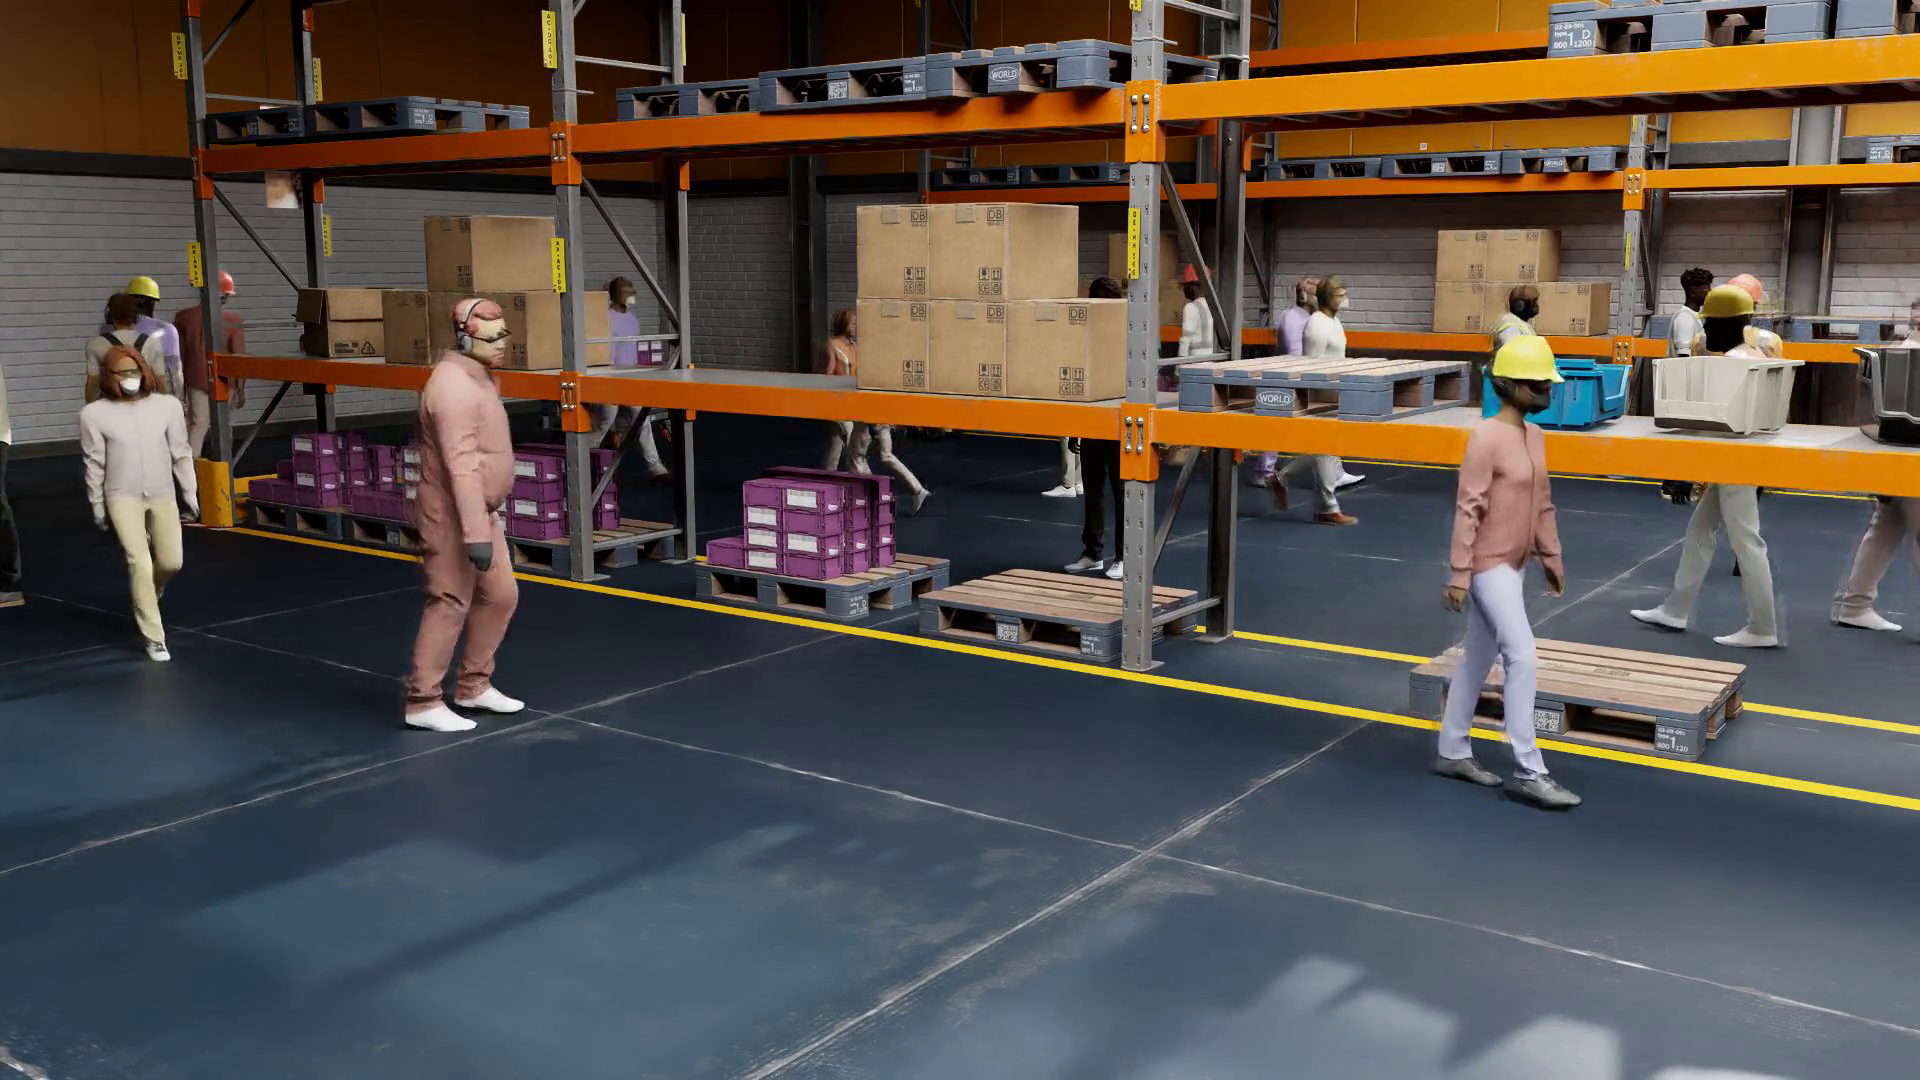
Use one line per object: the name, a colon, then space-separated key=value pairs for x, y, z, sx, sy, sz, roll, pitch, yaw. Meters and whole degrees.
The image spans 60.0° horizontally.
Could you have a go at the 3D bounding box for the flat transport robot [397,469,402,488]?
flat transport robot: x=-4.569 y=-0.490 z=14.220 sx=1.431 sy=0.197 sz=0.652 roll=-3 pitch=10 yaw=-18

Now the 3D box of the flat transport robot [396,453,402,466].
flat transport robot: x=-5.150 y=-0.639 z=15.105 sx=0.652 sy=0.197 sz=1.431 roll=-3 pitch=10 yaw=-18

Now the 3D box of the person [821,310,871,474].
person: x=-0.890 y=-1.132 z=14.063 sx=0.823 sy=1.595 sz=0.545 roll=4 pitch=11 yaw=25

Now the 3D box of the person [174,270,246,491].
person: x=-6.511 y=-1.358 z=14.415 sx=0.626 sy=1.953 sz=0.786 roll=-1 pitch=10 yaw=-7

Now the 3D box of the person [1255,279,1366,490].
person: x=3.046 y=-1.336 z=14.525 sx=0.989 sy=1.856 sz=0.643 roll=6 pitch=12 yaw=34

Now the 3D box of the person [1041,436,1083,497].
person: x=0.895 y=-1.293 z=14.267 sx=0.328 sy=1.865 sz=0.521 roll=5 pitch=11 yaw=25

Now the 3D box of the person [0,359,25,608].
person: x=-5.762 y=-0.582 z=9.688 sx=0.608 sy=1.987 sz=0.406 roll=9 pitch=13 yaw=43

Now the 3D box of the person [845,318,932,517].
person: x=-0.631 y=-0.957 z=13.024 sx=0.743 sy=1.610 sz=0.514 roll=2 pitch=10 yaw=14

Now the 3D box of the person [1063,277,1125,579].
person: x=0.950 y=-0.718 z=10.678 sx=0.596 sy=1.916 sz=0.374 roll=9 pitch=13 yaw=42

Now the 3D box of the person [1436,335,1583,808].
person: x=2.126 y=0.117 z=6.206 sx=0.738 sy=1.736 sz=0.553 roll=8 pitch=12 yaw=40

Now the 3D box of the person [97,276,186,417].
person: x=-6.440 y=-1.118 z=13.110 sx=0.650 sy=1.901 sz=0.462 roll=-1 pitch=10 yaw=-5

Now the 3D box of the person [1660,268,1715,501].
person: x=6.183 y=-1.326 z=14.154 sx=0.361 sy=1.963 sz=0.618 roll=4 pitch=10 yaw=23

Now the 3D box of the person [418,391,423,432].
person: x=-5.740 y=-1.895 z=18.284 sx=0.501 sy=1.721 sz=0.689 roll=3 pitch=10 yaw=15

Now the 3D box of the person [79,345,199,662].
person: x=-4.221 y=-0.205 z=8.539 sx=0.511 sy=1.607 sz=0.617 roll=-8 pitch=13 yaw=-41

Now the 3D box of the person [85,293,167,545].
person: x=-5.977 y=-0.867 z=11.953 sx=0.512 sy=1.799 sz=0.974 roll=-8 pitch=12 yaw=-40

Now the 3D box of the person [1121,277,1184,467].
person: x=1.822 y=-1.610 z=16.058 sx=0.622 sy=1.905 sz=0.673 roll=2 pitch=10 yaw=14

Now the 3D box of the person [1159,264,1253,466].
person: x=2.407 y=-1.679 z=16.176 sx=0.989 sy=2.007 sz=0.604 roll=5 pitch=11 yaw=26

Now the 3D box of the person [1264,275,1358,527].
person: x=2.724 y=-1.065 z=12.748 sx=0.671 sy=1.917 sz=0.637 roll=4 pitch=10 yaw=21

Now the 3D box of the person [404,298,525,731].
person: x=-2.142 y=-0.088 z=7.088 sx=0.594 sy=1.867 sz=0.663 roll=-1 pitch=10 yaw=-4

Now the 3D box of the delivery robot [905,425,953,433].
delivery robot: x=-0.372 y=-1.447 z=18.797 sx=0.707 sy=0.478 sz=0.477 roll=6 pitch=11 yaw=32

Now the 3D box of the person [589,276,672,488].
person: x=-3.003 y=-1.381 z=14.757 sx=1.036 sy=1.888 sz=0.638 roll=5 pitch=11 yaw=25

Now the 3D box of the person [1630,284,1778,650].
person: x=3.950 y=-0.385 z=8.764 sx=0.878 sy=1.888 sz=0.608 roll=6 pitch=11 yaw=34

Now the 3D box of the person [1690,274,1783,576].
person: x=4.971 y=-0.734 z=10.715 sx=0.551 sy=1.936 sz=0.356 roll=5 pitch=11 yaw=30

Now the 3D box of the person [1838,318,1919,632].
person: x=5.201 y=-0.379 z=8.811 sx=0.939 sy=1.860 sz=0.684 roll=7 pitch=12 yaw=37

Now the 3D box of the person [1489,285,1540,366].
person: x=4.735 y=-1.219 z=13.952 sx=0.578 sy=1.822 sz=0.648 roll=5 pitch=11 yaw=28
